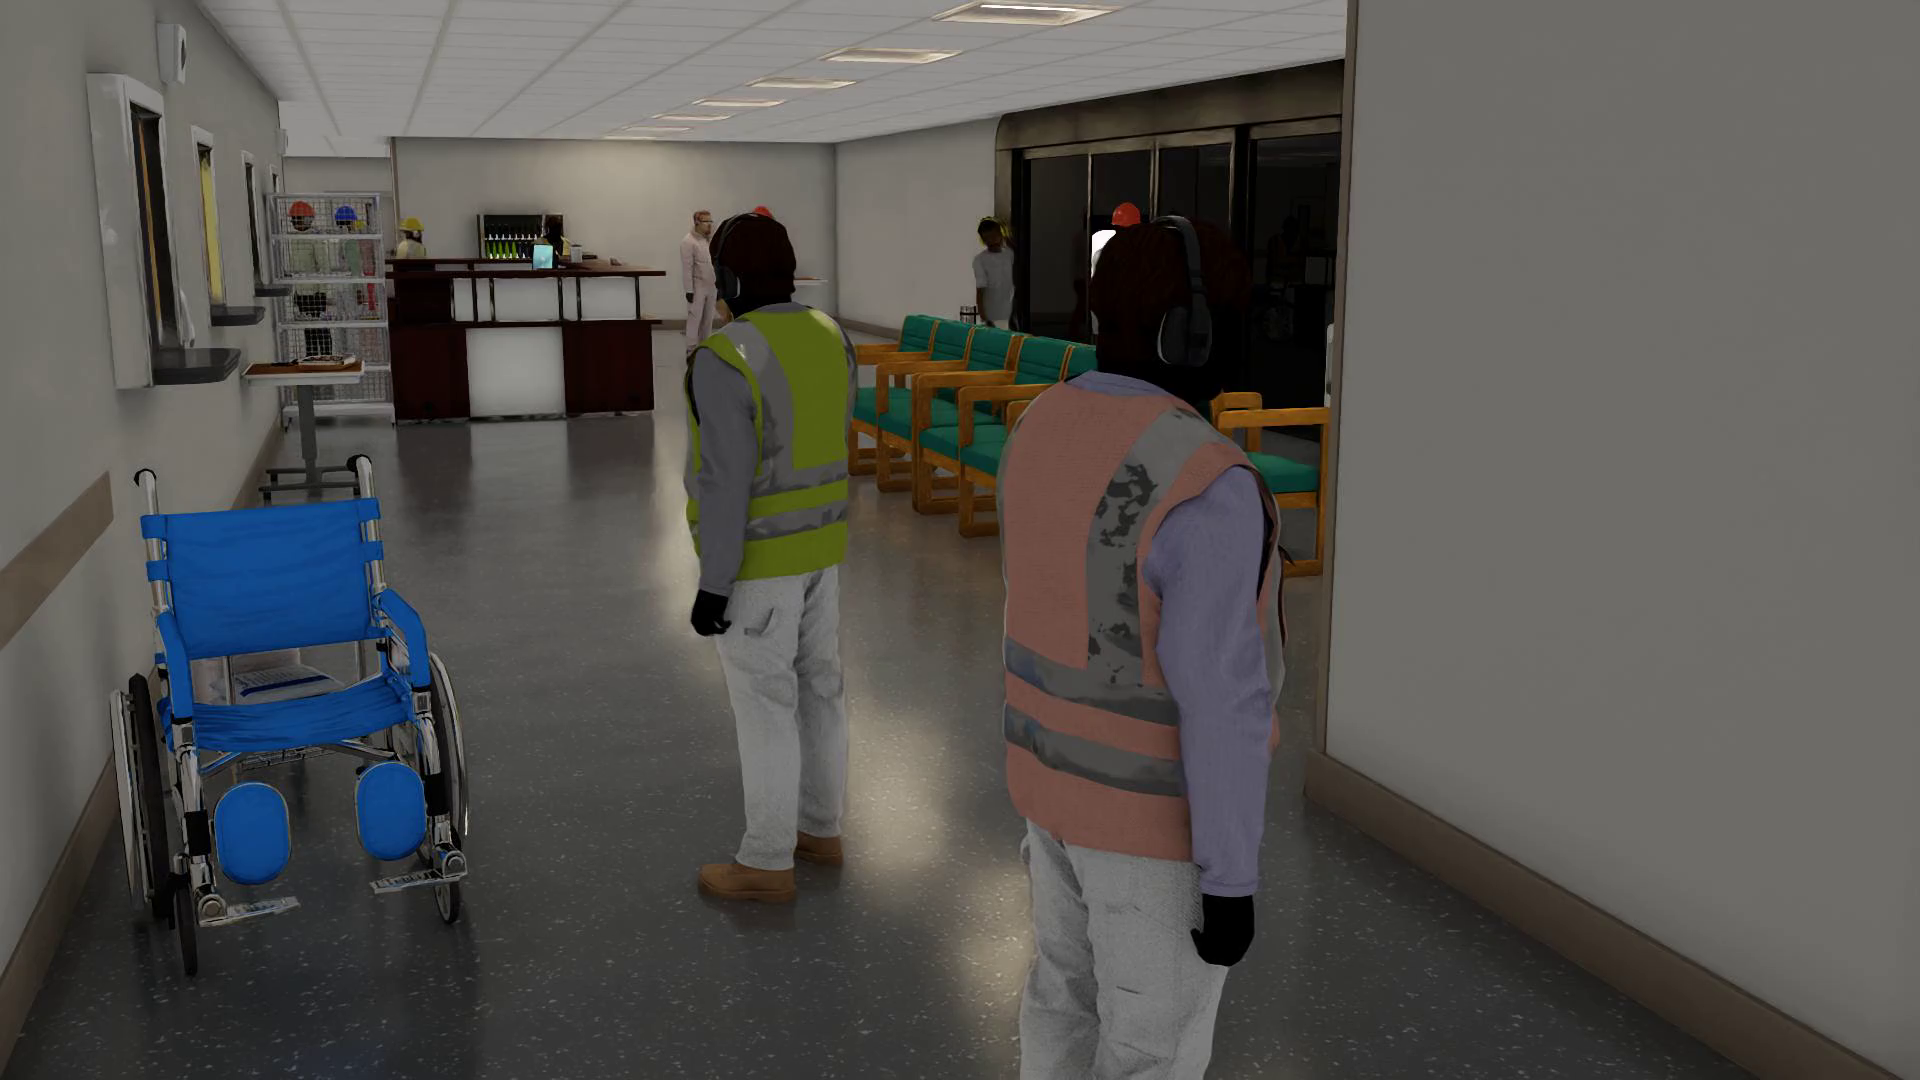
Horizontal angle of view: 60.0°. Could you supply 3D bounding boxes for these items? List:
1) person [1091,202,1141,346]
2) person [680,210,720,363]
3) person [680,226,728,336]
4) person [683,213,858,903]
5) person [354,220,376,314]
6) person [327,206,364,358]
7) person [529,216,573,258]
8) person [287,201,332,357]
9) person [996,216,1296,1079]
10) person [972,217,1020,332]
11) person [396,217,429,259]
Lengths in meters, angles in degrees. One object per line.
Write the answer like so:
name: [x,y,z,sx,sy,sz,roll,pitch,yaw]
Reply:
person: [1.320,-1.719,13.332,0.551,1.935,0.371,-4,12,-20]
person: [-3.214,-3.159,20.820,0.399,1.900,0.644,6,13,28]
person: [-3.869,-3.991,25.651,0.918,1.688,0.594,-4,12,-19]
person: [-0.523,0.056,4.481,0.430,1.841,0.624,6,12,28]
person: [-10.605,-4.793,29.554,0.533,1.765,0.330,-2,11,-8]
person: [-7.364,-3.031,20.025,0.614,1.949,0.378,10,15,43]
person: [-4.992,-3.072,20.557,0.430,1.837,0.628,10,15,42]
person: [-7.435,-2.852,18.995,0.613,1.995,0.391,9,14,38]
person: [0.293,0.421,2.638,0.431,1.836,0.619,-5,12,-25]
person: [0.323,-1.923,14.687,0.334,1.830,0.649,8,14,37]
person: [-7.184,-3.315,21.824,0.553,1.816,0.610,-11,15,-43]
